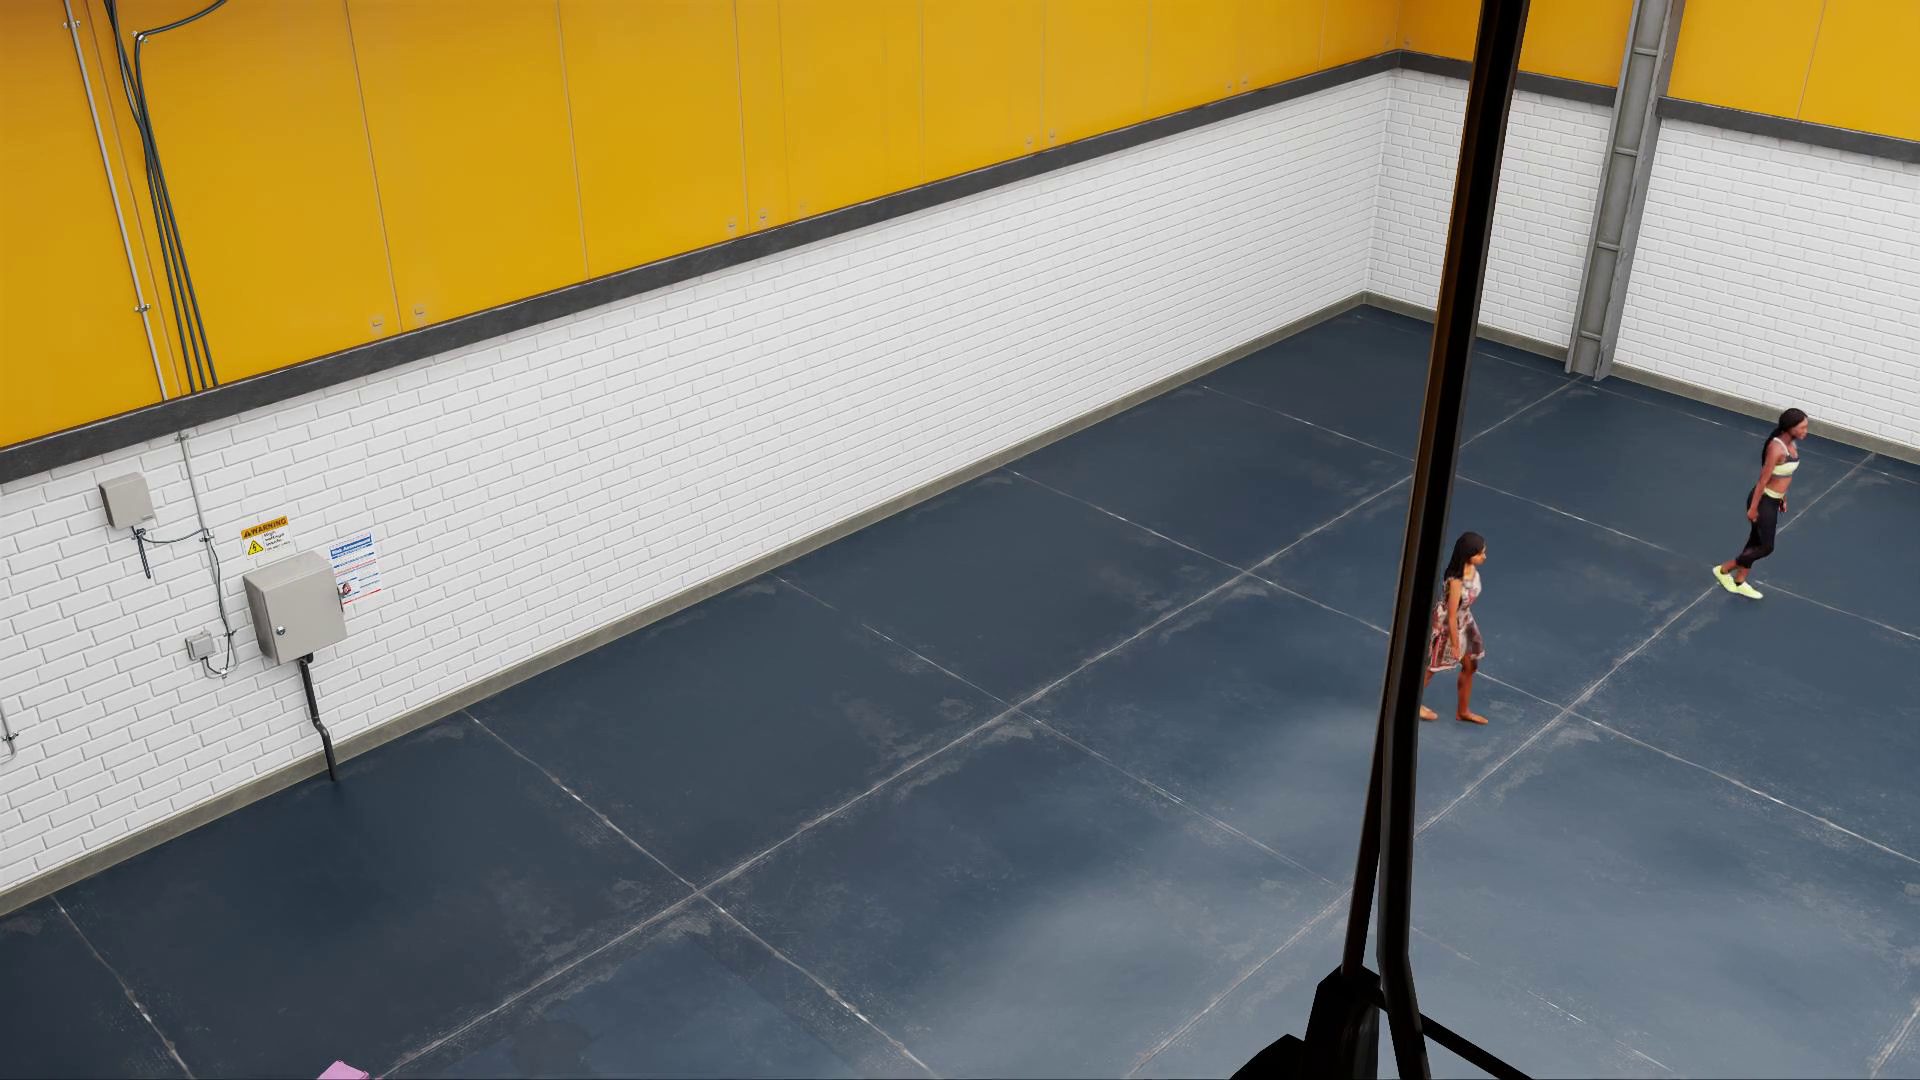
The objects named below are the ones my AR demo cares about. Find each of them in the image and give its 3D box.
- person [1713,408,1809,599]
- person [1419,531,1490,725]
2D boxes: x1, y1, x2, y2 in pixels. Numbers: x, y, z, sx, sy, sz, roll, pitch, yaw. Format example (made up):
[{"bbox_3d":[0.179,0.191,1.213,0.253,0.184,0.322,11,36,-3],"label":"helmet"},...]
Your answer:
[{"bbox_3d":[6.595,-0.326,13.830,0.655,1.742,0.578,22,36,35],"label":"person"},{"bbox_3d":[3.514,0.625,12.212,0.891,1.622,0.736,16,32,27],"label":"person"}]
